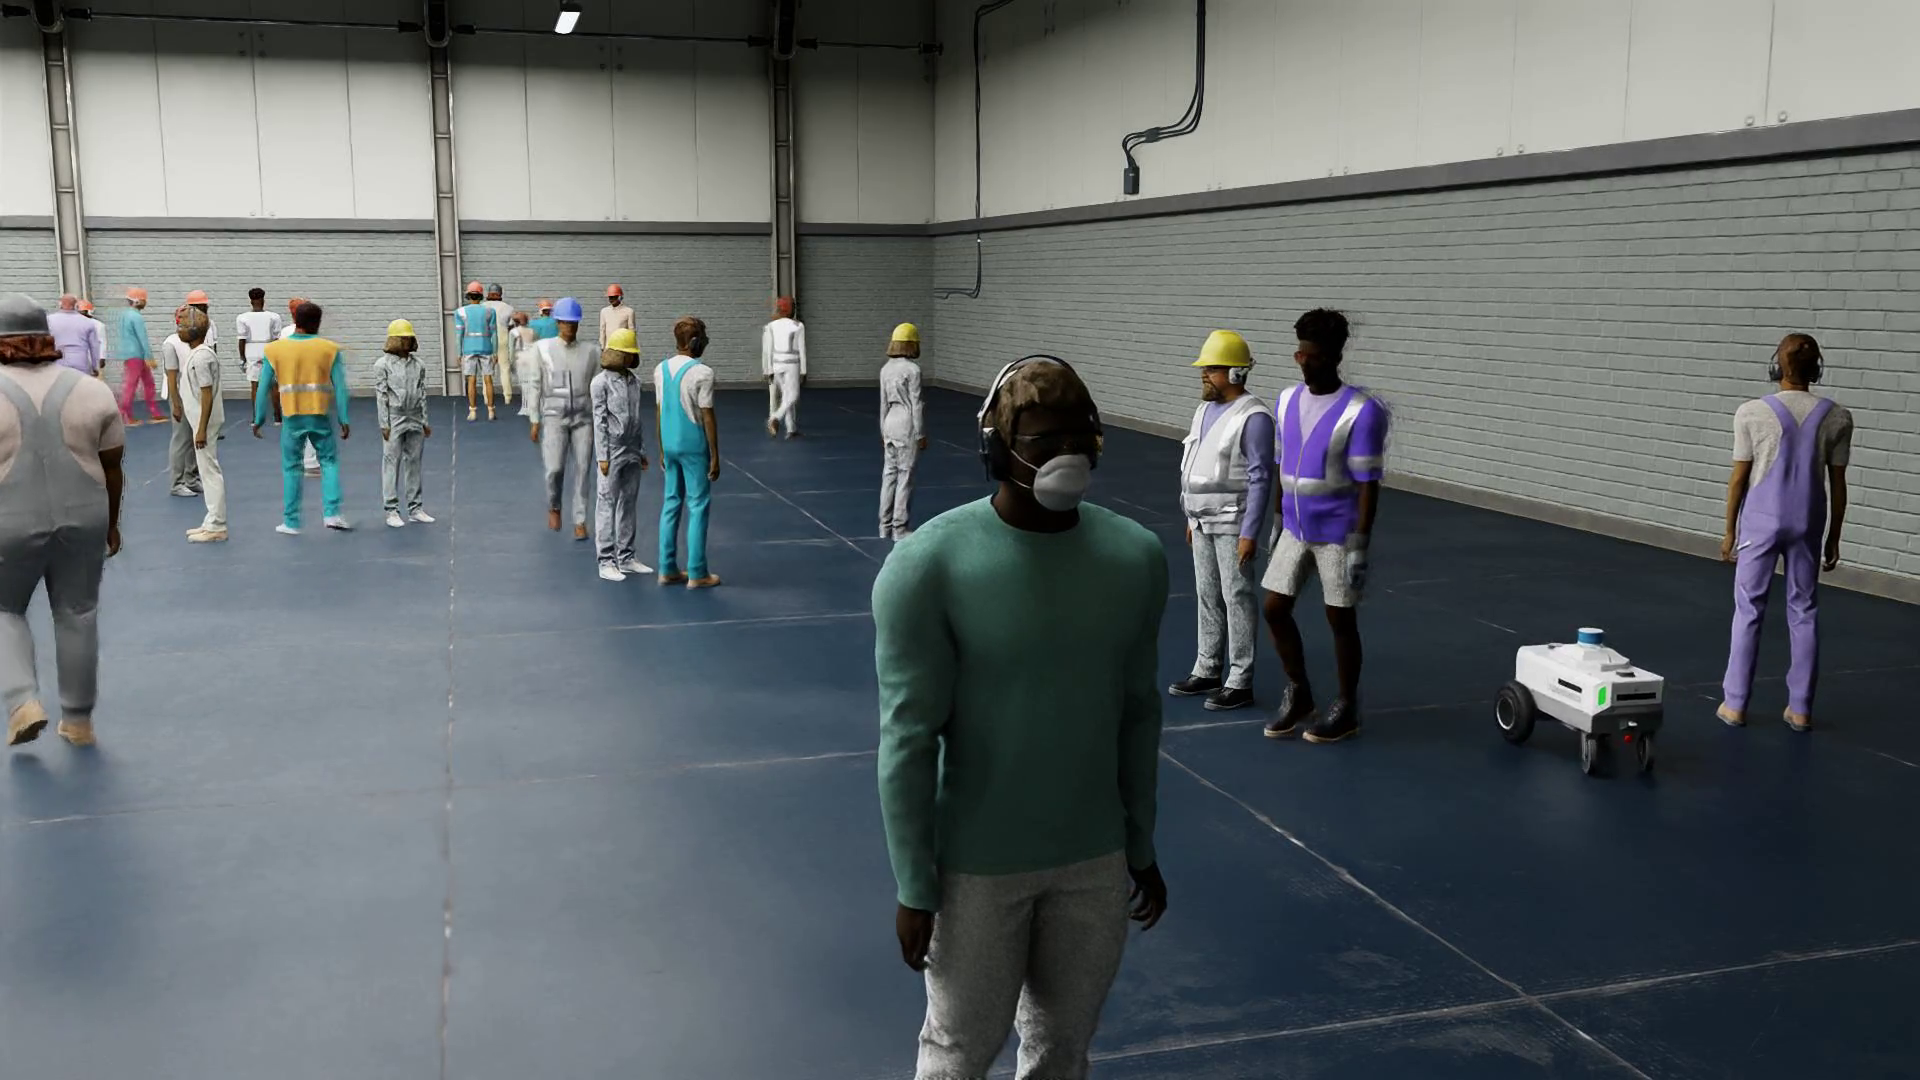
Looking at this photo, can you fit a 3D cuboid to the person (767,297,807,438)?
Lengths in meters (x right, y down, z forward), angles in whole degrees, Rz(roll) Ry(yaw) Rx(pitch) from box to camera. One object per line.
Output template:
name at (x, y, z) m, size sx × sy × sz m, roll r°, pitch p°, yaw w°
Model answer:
person at (-2.271, -2.215, 21.541) m, size 0.574 × 1.863 × 0.731 m, roll 5°, pitch 10°, yaw 29°

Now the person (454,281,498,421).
person at (-7.117, -2.779, 24.523) m, size 0.606 × 2.045 × 0.389 m, roll -3°, pitch 9°, yaw -17°

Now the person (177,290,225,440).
person at (-9.749, -2.236, 21.393) m, size 0.359 × 1.937 × 0.552 m, roll 3°, pitch 9°, yaw 20°

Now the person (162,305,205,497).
person at (-7.432, -1.330, 15.971) m, size 0.410 × 1.834 × 0.566 m, roll 1°, pitch 9°, yaw 6°

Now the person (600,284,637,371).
person at (-5.468, -3.071, 26.542) m, size 0.616 × 1.993 × 0.395 m, roll 3°, pitch 9°, yaw 16°

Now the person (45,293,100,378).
person at (-11.809, -2.322, 22.083) m, size 0.705 × 1.896 × 0.421 m, roll -6°, pitch 11°, yaw -33°

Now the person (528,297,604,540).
person at (-3.117, -0.961, 13.268) m, size 0.629 × 1.934 × 0.443 m, roll -4°, pitch 10°, yaw -24°

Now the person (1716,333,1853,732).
person at (3.808, -0.032, 7.693) m, size 0.507 × 1.836 × 0.340 m, roll 2°, pitch 9°, yaw 12°

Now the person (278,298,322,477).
person at (-6.929, -1.607, 17.553) m, size 0.585 × 1.883 × 0.343 m, roll 6°, pitch 11°, yaw 36°

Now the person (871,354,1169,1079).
person at (0.136, 0.617, 3.197) m, size 0.629 × 1.940 × 0.379 m, roll -5°, pitch 10°, yaw -29°

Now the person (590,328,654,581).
person at (-2.345, -0.598, 11.575) m, size 0.302 × 1.741 × 0.484 m, roll 5°, pitch 10°, yaw 27°

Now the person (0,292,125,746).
person at (-4.052, -0.083, 7.336) m, size 0.697 × 2.000 × 0.535 m, roll -7°, pitch 11°, yaw -38°

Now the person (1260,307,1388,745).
person at (1.581, -0.045, 7.350) m, size 0.570 × 1.950 × 0.664 m, roll -6°, pitch 11°, yaw -36°

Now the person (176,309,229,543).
person at (-6.008, -0.900, 13.172) m, size 0.339 × 1.845 × 0.514 m, roll -4°, pitch 10°, yaw -25°

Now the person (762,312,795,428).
person at (-2.505, -2.361, 23.196) m, size 0.498 × 1.627 × 0.280 m, roll 0°, pitch 9°, yaw -2°

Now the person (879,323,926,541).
person at (-0.448, -0.858, 13.276) m, size 0.352 × 1.735 × 0.485 m, roll -6°, pitch 11°, yaw -35°

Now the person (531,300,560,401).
person at (-6.640, -2.982, 26.747) m, size 0.559 × 1.752 × 0.326 m, roll -7°, pitch 11°, yaw -38°

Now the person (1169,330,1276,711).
person at (1.271, -0.096, 8.080) m, size 0.403 × 1.833 × 0.591 m, roll -4°, pitch 10°, yaw -24°

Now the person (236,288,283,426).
person at (-9.909, -2.592, 23.595) m, size 0.601 × 1.960 × 0.373 m, roll -4°, pitch 10°, yaw -26°

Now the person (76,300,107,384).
person at (-13.648, -2.879, 26.082) m, size 0.563 × 1.752 × 0.341 m, roll 3°, pitch 9°, yaw 16°

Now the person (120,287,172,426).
person at (-11.581, -2.600, 23.634) m, size 0.889 × 1.956 × 0.612 m, roll -6°, pitch 11°, yaw -35°

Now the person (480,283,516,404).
person at (-7.760, -3.301, 27.869) m, size 0.683 × 2.000 × 0.535 m, roll -1°, pitch 9°, yaw -7°

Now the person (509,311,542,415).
person at (-6.544, -2.668, 25.210) m, size 0.699 × 1.614 × 0.531 m, roll 6°, pitch 11°, yaw 34°

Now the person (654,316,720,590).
person at (-1.829, -0.579, 11.170) m, size 0.521 × 1.833 × 0.339 m, roll 6°, pitch 11°, yaw 33°

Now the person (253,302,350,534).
person at (-5.373, -0.977, 13.532) m, size 0.757 × 1.898 × 0.465 m, roll -4°, pitch 10°, yaw -22°

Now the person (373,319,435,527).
person at (-4.698, -0.991, 14.069) m, size 0.288 × 1.746 × 0.487 m, roll 6°, pitch 11°, yaw 34°

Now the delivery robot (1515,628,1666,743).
delivery robot at (2.734, 0.626, 7.237) m, size 0.477 × 0.478 × 0.707 m, roll -2°, pitch 9°, yaw -12°
